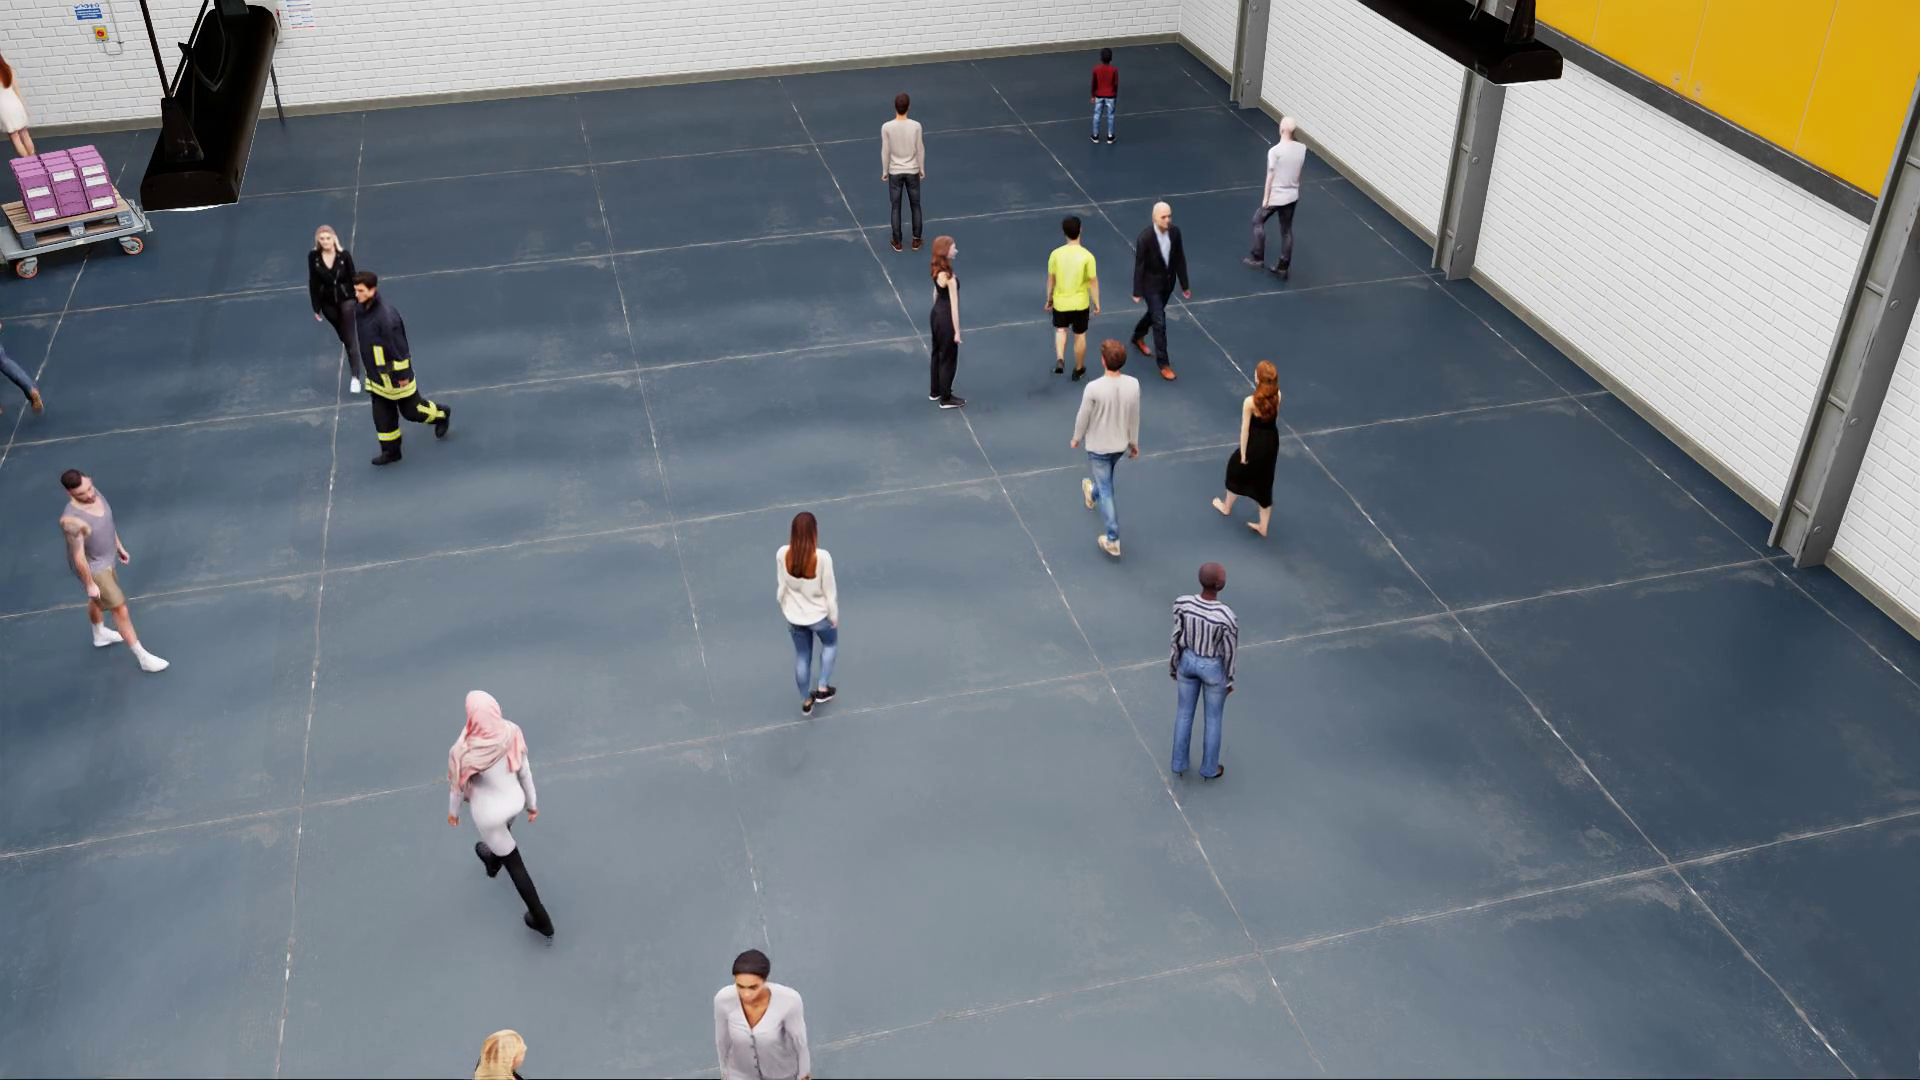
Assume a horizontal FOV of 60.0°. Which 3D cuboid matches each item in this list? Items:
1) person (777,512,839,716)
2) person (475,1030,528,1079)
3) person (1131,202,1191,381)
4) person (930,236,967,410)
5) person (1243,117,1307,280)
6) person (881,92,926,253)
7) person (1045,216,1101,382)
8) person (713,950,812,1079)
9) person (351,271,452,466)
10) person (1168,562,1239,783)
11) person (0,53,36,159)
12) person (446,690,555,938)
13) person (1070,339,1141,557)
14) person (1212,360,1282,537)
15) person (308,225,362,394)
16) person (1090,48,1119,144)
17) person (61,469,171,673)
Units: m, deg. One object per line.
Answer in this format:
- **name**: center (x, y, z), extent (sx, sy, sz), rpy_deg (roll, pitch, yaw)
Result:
- **person**: center (-1.116, 0.589, 12.107), extent (0.730, 1.679, 0.754), rpy_deg (8, 35, 12)
- **person**: center (-2.275, 3.111, 8.181), extent (0.891, 1.824, 0.908), rpy_deg (-23, 40, -30)
- **person**: center (1.966, -2.594, 16.819), extent (0.891, 1.763, 1.239), rpy_deg (-17, 37, -24)
- **person**: center (-0.162, -2.118, 16.121), extent (0.672, 1.743, 0.513), rpy_deg (-15, 36, -21)
- **person**: center (3.627, -3.775, 18.552), extent (0.786, 1.812, 0.877), rpy_deg (-16, 37, -22)
- **person**: center (-0.649, -4.245, 19.209), extent (0.694, 1.868, 0.634), rpy_deg (-2, 34, -3)
- **person**: center (1.081, -2.353, 16.525), extent (0.857, 1.688, 0.889), rpy_deg (9, 35, 14)
- **person**: center (-1.036, 2.734, 8.846), extent (0.807, 1.716, 0.954), rpy_deg (3, 34, 5)
- **person**: center (-5.162, -1.621, 15.229), extent (1.215, 1.904, 1.233), rpy_deg (22, 39, 30)
- **person**: center (1.675, 0.927, 11.494), extent (0.692, 1.794, 0.749), rpy_deg (17, 37, 24)
- **person**: center (-12.087, -5.472, 21.194), extent (0.798, 1.714, 0.740), rpy_deg (16, 37, 22)
- **person**: center (-2.806, 1.740, 10.310), extent (1.262, 1.751, 1.036), rpy_deg (29, 43, 36)
- **person**: center (1.268, -0.728, 13.938), extent (0.735, 1.844, 1.241), rpy_deg (-12, 35, -17)
- **person**: center (2.601, -0.743, 14.179), extent (0.657, 1.603, 0.902), rpy_deg (-13, 36, -19)
- **person**: center (-6.196, -2.371, 16.592), extent (0.693, 1.643, 1.157), rpy_deg (-5, 34, -8)
- **person**: center (1.949, -5.990, 22.392), extent (0.578, 1.250, 0.596), rpy_deg (5, 34, 8)
- **person**: center (-6.618, 0.184, 12.669), extent (0.939, 1.783, 1.001), rpy_deg (-5, 34, -8)
